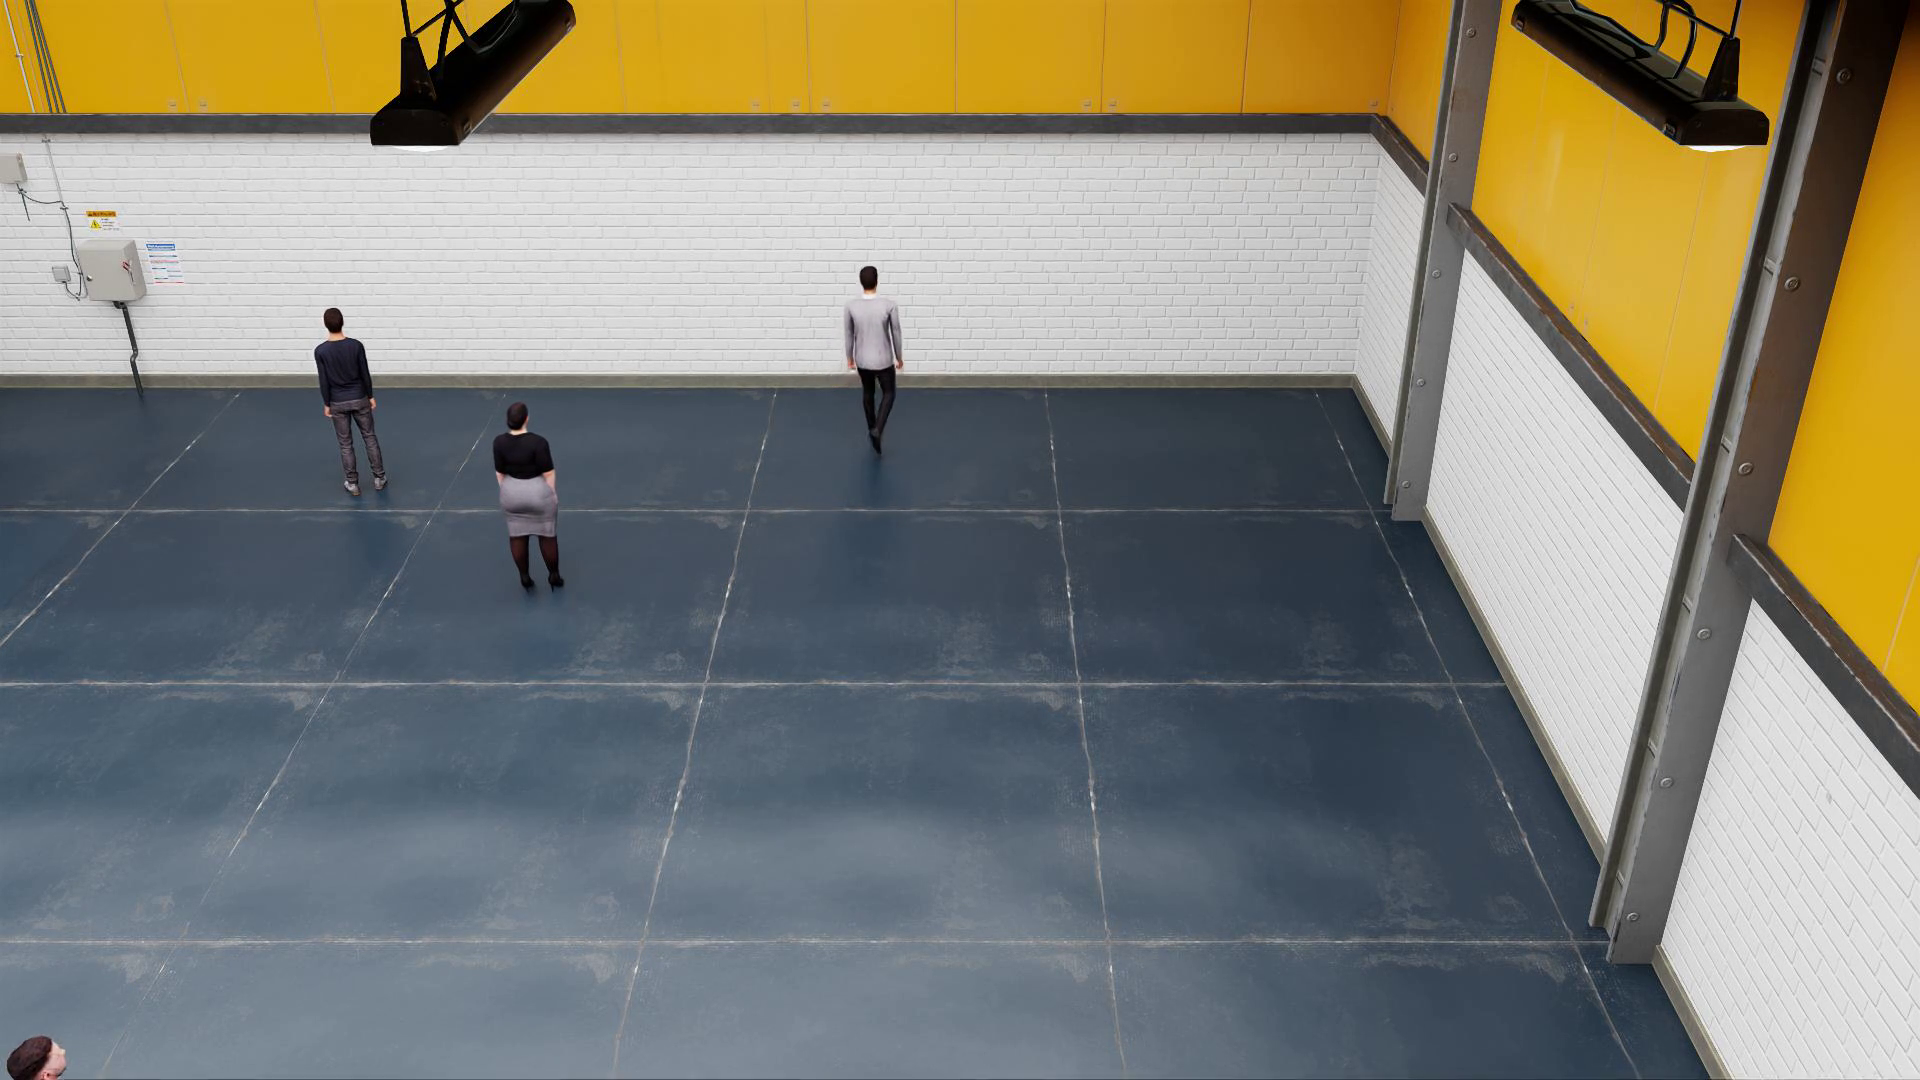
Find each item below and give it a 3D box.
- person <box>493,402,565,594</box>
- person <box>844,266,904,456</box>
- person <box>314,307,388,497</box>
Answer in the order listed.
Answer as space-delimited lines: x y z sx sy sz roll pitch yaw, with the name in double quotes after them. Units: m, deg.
-3.708 -0.360 14.289 0.679 1.758 0.638 2 29 5 "person"
-0.871 -1.809 16.794 0.844 1.905 1.078 4 29 8 "person"
-5.853 -1.328 15.947 0.710 1.871 0.709 -14 32 -24 "person"
